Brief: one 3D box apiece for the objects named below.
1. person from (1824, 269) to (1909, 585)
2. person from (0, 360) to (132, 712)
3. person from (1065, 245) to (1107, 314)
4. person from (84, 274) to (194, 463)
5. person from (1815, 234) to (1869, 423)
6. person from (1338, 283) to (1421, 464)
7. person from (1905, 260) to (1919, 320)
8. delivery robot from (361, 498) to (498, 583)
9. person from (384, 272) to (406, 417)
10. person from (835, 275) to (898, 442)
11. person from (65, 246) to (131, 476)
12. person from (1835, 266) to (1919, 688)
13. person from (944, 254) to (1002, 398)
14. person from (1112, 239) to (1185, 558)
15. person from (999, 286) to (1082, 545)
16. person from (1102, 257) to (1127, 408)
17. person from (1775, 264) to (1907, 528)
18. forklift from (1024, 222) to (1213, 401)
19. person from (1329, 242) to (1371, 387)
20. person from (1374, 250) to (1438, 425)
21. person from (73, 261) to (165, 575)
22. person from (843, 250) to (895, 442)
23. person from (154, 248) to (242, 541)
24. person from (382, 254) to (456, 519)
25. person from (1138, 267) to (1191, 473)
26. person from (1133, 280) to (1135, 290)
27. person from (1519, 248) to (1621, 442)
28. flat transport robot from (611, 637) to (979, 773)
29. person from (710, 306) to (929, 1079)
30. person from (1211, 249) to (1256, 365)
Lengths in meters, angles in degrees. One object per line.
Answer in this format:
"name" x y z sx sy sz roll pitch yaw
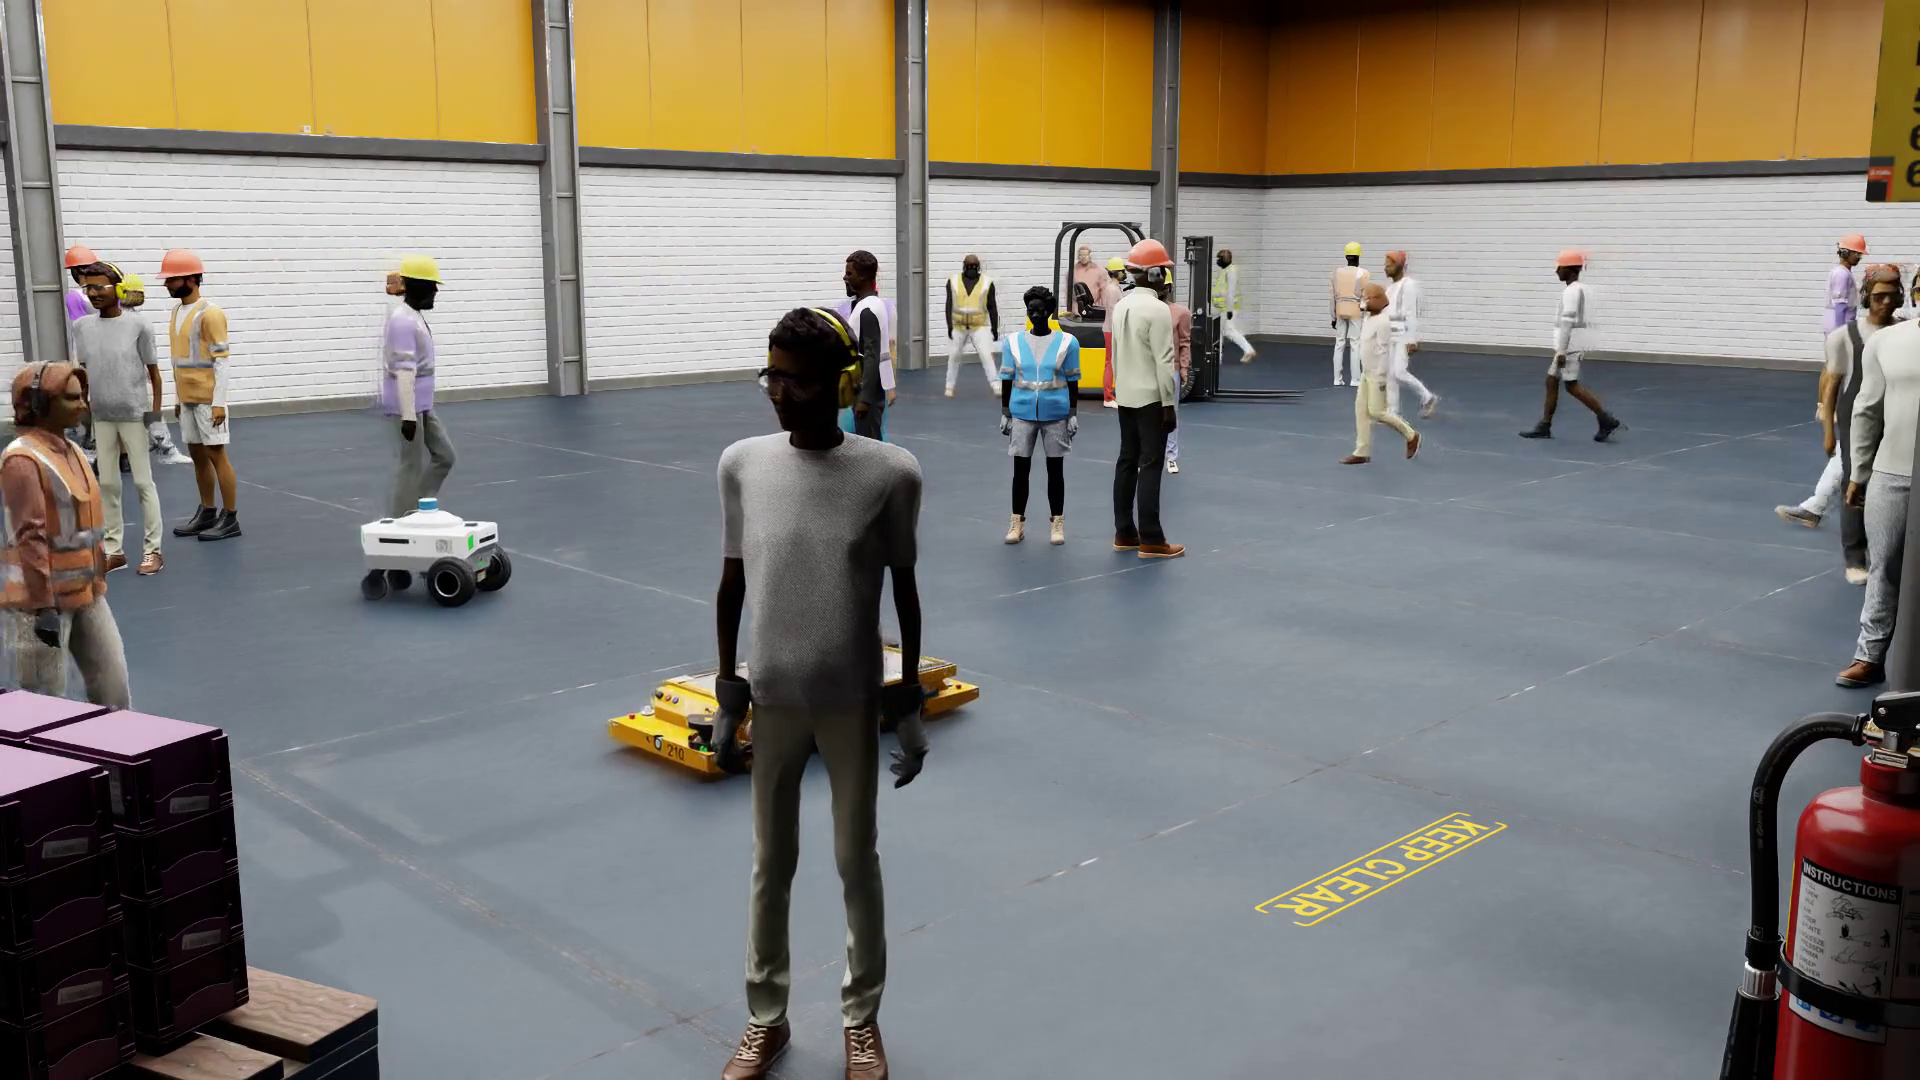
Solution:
"person" 5.322 -0.661 9.718 0.537 1.835 0.535 3 11 15
"person" -3.124 0.196 5.640 0.688 1.613 0.517 -1 10 -4
"person" 1.911 -3.533 25.270 0.650 1.879 0.828 0 10 2
"person" -7.330 -1.494 14.665 0.913 1.692 0.491 -4 11 -22
"person" 9.552 -2.284 18.022 0.392 2.033 0.605 4 11 23
"person" 3.713 -1.451 14.623 0.631 1.614 0.506 -1 10 -6
"person" 10.972 -2.352 18.936 0.404 1.834 0.589 9 14 41
"delivery robot" -2.962 0.010 9.288 0.707 0.478 0.477 2 11 12
"person" -6.153 -2.142 18.376 0.574 1.625 0.514 3 11 14
"person" -0.699 -1.226 12.823 0.600 1.823 0.469 6 12 30
"person" -7.299 -1.496 13.992 0.368 1.933 0.552 2 11 9
"person" 4.217 -0.267 7.278 0.352 1.937 0.635 -9 14 -42
"person" 0.193 -2.662 20.781 0.772 1.799 0.538 1 10 4
"person" 1.175 -0.886 10.494 0.375 1.997 0.611 -5 12 -26
"person" 0.519 -0.807 10.884 0.540 1.695 0.317 2 11 9
"person" 1.830 -2.435 19.561 0.305 1.772 0.527 1 10 8
"person" 6.130 -0.933 11.219 0.977 1.826 0.601 7 13 35
"forklift" 1.935 -2.847 20.651 2.313 2.155 1.214 2 11 13
"person" 5.223 -3.008 22.248 0.588 1.930 0.364 8 13 39
"person" 4.753 -2.138 17.670 0.571 1.868 0.601 -2 11 -12
"person" -5.005 -0.714 9.906 0.514 1.871 0.327 0 10 2
"person" -0.645 -1.039 11.541 0.392 1.920 0.593 -1 10 -7
"person" -5.075 -0.956 11.044 0.551 1.932 0.377 8 13 36
"person" -3.500 -0.868 10.680 0.488 1.903 0.623 -2 11 -12
"person" 1.696 -1.447 14.185 0.529 1.768 0.312 2 11 10
"person" 3.008 -3.643 26.519 0.504 1.631 0.279 3 11 14
"person" 6.055 -1.910 16.350 0.898 1.908 0.555 5 12 26
"flat transport robot" -0.651 0.646 6.853 1.431 0.197 0.652 -10 14 -44
"person" -0.334 0.389 3.911 0.520 1.865 0.332 1 10 6
"person" 4.223 -3.616 25.894 0.759 1.815 0.639 -1 10 -6
